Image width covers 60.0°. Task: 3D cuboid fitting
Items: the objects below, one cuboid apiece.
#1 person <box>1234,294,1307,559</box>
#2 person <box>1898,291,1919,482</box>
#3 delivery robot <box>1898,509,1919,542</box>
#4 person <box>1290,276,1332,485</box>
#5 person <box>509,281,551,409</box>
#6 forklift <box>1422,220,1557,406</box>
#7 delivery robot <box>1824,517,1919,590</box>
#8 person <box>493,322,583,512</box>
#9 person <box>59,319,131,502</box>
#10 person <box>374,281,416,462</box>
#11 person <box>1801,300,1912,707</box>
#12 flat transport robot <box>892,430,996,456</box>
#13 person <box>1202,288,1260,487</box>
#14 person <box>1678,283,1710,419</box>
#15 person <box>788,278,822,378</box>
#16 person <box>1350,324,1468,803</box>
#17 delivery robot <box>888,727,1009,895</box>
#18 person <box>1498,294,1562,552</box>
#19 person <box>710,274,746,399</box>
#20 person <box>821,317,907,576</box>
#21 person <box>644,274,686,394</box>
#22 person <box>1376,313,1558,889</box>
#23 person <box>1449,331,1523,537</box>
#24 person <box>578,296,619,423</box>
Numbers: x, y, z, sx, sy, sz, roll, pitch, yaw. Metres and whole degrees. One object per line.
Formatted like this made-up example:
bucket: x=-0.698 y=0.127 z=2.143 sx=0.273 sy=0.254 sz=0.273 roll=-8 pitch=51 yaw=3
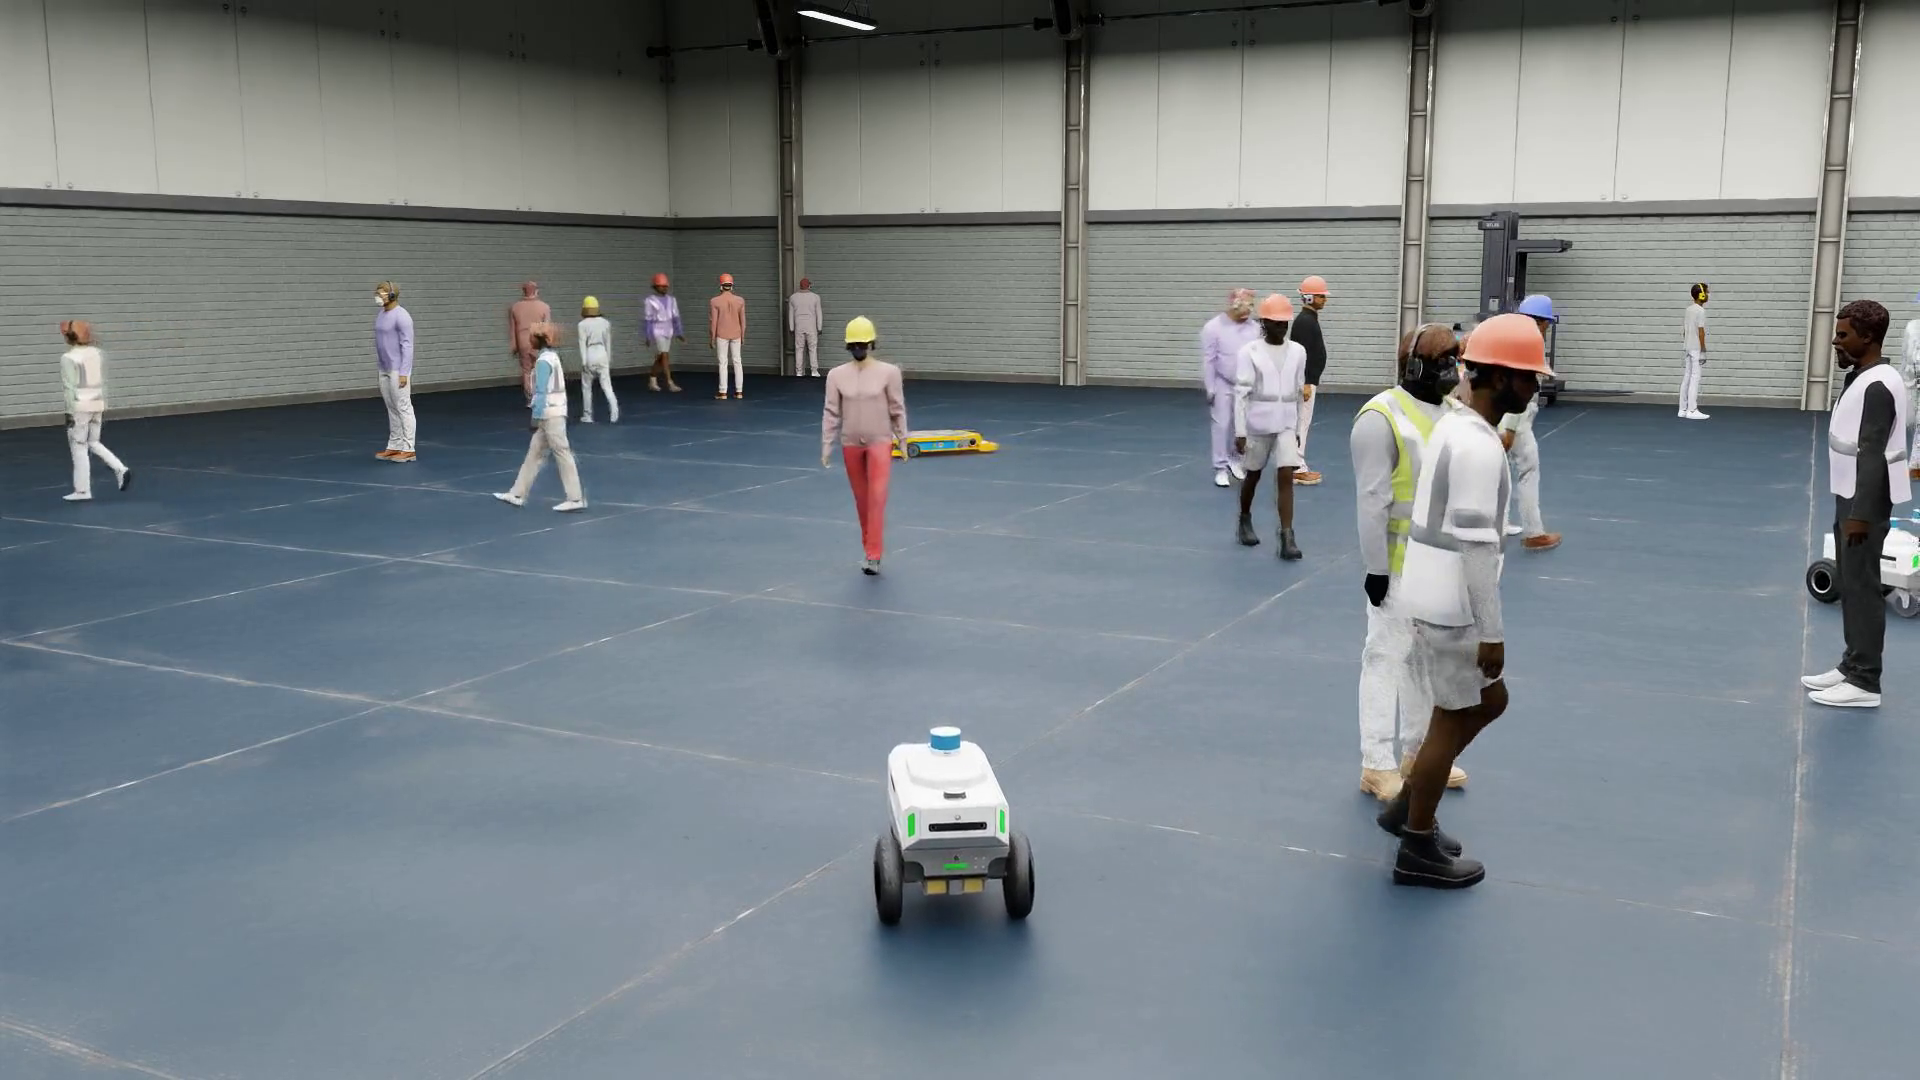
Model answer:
person: x=2.252 y=-0.850 z=12.144 sx=0.565 sy=1.887 sz=1.012 roll=-2 pitch=9 yaw=-10
person: x=9.486 y=-1.540 z=16.257 sx=0.698 sy=1.929 sz=0.624 roll=-3 pitch=10 yaw=-18
delivery robot: x=6.075 y=-0.078 z=10.510 sx=0.335 sy=0.223 sz=0.698 roll=-9 pitch=13 yaw=-43
person: x=3.381 y=-1.551 z=16.123 sx=0.395 sy=1.992 sz=0.622 roll=2 pitch=9 yaw=14
person: x=-6.348 y=-2.884 z=24.673 sx=0.648 sy=1.895 sz=0.452 roll=1 pitch=9 yaw=4
forklift: x=8.245 y=-3.527 z=25.720 sx=1.873 sy=2.768 sz=1.129 roll=5 pitch=10 yaw=27
delivery robot: x=5.676 y=0.104 z=10.190 sx=0.477 sy=0.478 sz=0.707 roll=-3 pitch=10 yaw=-20
person: x=-3.604 y=-1.035 z=14.116 sx=0.807 sy=1.599 sz=0.541 roll=-2 pitch=9 yaw=-9
person: x=-7.752 y=-1.154 z=14.801 sx=0.495 sy=1.622 sz=0.532 roll=1 pitch=9 yaw=7
person: x=-6.103 y=-1.816 z=17.930 sx=0.370 sy=1.941 sz=0.627 roll=-9 pitch=13 yaw=-44
person: x=4.302 y=-0.178 z=7.921 sx=0.377 sy=1.913 sz=0.589 roll=3 pitch=10 yaw=20
flat transport robot: x=-0.370 y=-1.107 z=18.815 sx=1.431 sy=0.197 sz=0.652 roll=-5 pitch=10 yaw=-26
person: x=2.617 y=-1.457 z=15.912 sx=0.630 sy=1.884 sz=0.423 roll=-2 pitch=10 yaw=-15
person: x=10.276 y=-2.639 z=23.208 sx=0.328 sy=1.876 sz=0.514 roll=0 pitch=9 yaw=-3
person: x=-2.963 y=-4.081 z=31.999 sx=0.652 sy=1.906 sz=0.402 roll=1 pitch=9 yaw=5
person: x=1.804 y=0.083 z=6.520 sx=0.624 sy=1.845 sz=0.429 roll=-7 pitch=12 yaw=-38
delivery robot: x=-0.048 y=0.863 z=5.505 sx=0.477 sy=0.478 sz=0.707 roll=-1 pitch=9 yaw=-7
person: x=3.951 y=-0.844 z=12.132 sx=0.915 sy=1.898 sz=0.623 roll=-1 pitch=9 yaw=-6
person: x=-3.730 y=-3.265 z=26.696 sx=0.608 sy=1.995 sz=0.377 roll=-5 pitch=11 yaw=-30
person: x=-0.666 y=-0.619 z=11.163 sx=0.554 sy=1.724 sz=0.832 roll=2 pitch=9 yaw=11
person: x=-5.030 y=-3.482 z=28.065 sx=1.040 sy=2.000 sz=0.631 roll=8 pitch=12 yaw=41
person: x=1.687 y=0.209 z=5.535 sx=0.489 sy=1.910 sz=0.619 roll=1 pitch=9 yaw=8
person: x=3.883 y=-0.805 z=12.778 sx=0.894 sy=1.584 sz=0.505 roll=0 pitch=9 yaw=-3
person: x=-4.891 y=-2.432 z=22.417 sx=0.486 sy=1.716 sz=0.764 roll=-7 pitch=11 yaw=-35
